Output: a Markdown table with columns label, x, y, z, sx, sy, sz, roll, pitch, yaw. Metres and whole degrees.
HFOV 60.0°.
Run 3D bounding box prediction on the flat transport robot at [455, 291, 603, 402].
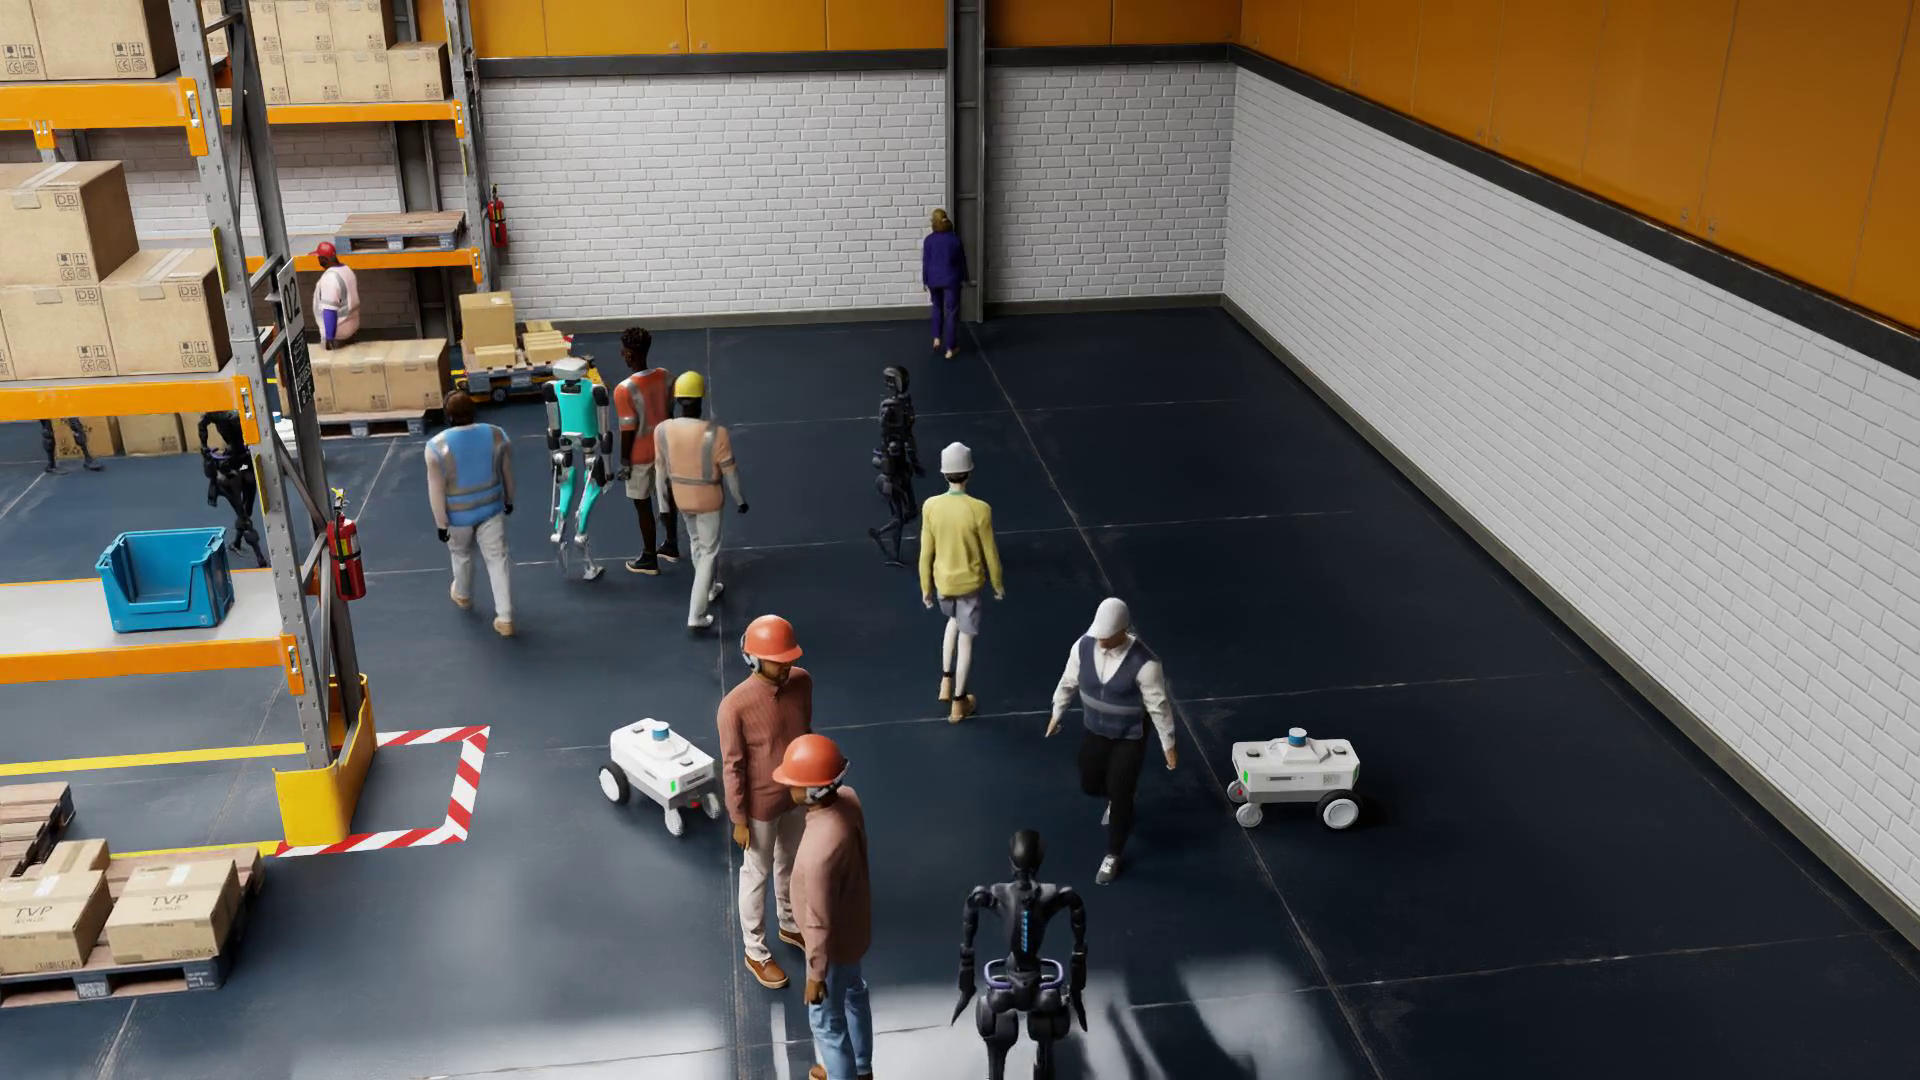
| label | x | y | z | sx | sy | sz | roll | pitch | yaw |
| --- | --- | --- | --- | --- | --- | --- | --- | --- | --- |
| flat transport robot | -4.461 | -1.661 | 17.180 | 1.431 | 0.231 | 0.659 | -8 | 25 | -17 |

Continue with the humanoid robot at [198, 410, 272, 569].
| label | x | y | z | sx | sy | sz | roll | pitch | yaw |
| --- | --- | --- | --- | --- | --- | --- | --- | --- | --- |
| humanoid robot | -5.618 | -0.558 | 12.983 | 0.785 | 1.623 | 0.609 | 15 | 28 | 30 |

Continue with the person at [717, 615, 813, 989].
| label | x | y | z | sx | sy | sz | roll | pitch | yaw |
| --- | --- | --- | --- | --- | --- | --- | --- | --- | --- |
| person | -0.926 | 1.283 | 8.328 | 0.377 | 1.996 | 0.610 | 17 | 29 | 34 |

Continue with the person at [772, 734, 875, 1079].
| label | x | y | z | sx | sy | sz | roll | pitch | yaw |
| --- | --- | --- | --- | --- | --- | --- | --- | --- | --- |
| person | -0.585 | 1.733 | 7.321 | 0.407 | 1.986 | 0.625 | 4 | 24 | 8 |

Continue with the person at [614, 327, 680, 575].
| label | x | y | z | sx | sy | sz | roll | pitch | yaw |
| --- | --- | --- | --- | --- | --- | --- | --- | --- | --- |
| person | -2.430 | -0.692 | 12.863 | 0.361 | 1.963 | 0.614 | 14 | 27 | 28 |

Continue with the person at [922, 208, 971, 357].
| label | x | y | z | sx | sy | sz | roll | pitch | yaw |
| --- | --- | --- | --- | --- | --- | --- | --- | --- | --- |
| person | -0.140 | -2.812 | 18.135 | 0.506 | 1.602 | 0.434 | 6 | 24 | 13 |

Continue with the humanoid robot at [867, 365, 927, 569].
| label | x | y | z | sx | sy | sz | roll | pitch | yaw |
| --- | --- | --- | --- | --- | --- | --- | --- | --- | --- |
| humanoid robot | -0.545 | -0.577 | 12.961 | 0.465 | 1.640 | 0.601 | 9 | 25 | 19 |

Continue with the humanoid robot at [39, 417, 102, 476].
| label | x | y | z | sx | sy | sz | roll | pitch | yaw |
| --- | --- | --- | --- | --- | --- | --- | --- | --- | --- |
| humanoid robot | -8.067 | -1.367 | 14.765 | 0.441 | 1.649 | 0.611 | 13 | 27 | 26 |

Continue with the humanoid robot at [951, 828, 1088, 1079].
| label | x | y | z | sx | sy | sz | roll | pitch | yaw |
| --- | --- | --- | --- | --- | --- | --- | --- | --- | --- |
| humanoid robot | 0.253 | 1.999 | 7.151 | 0.599 | 1.648 | 0.676 | -1 | 24 | -1 |

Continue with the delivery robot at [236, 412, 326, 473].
| label | x | y | z | sx | sy | sz | roll | pitch | yaw |
| --- | --- | --- | --- | --- | --- | --- | --- | --- | --- |
| delivery robot | -6.151 | -0.848 | 14.989 | 0.808 | 0.607 | 0.499 | -7 | 25 | -15 |

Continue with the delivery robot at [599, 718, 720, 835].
| label | x | y | z | sx | sy | sz | roll | pitch | yaw |
| --- | --- | --- | --- | --- | --- | --- | --- | --- | --- |
| delivery robot | -1.768 | 1.364 | 9.924 | 0.499 | 0.587 | 0.771 | -21 | 31 | -39 |

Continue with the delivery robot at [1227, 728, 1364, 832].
| label | x | y | z | sx | sy | sz | roll | pitch | yaw |
| --- | --- | --- | --- | --- | --- | --- | --- | --- | --- |
| delivery robot | 1.994 | 1.399 | 9.861 | 0.802 | 0.601 | 0.499 | -1 | 24 | -3 |

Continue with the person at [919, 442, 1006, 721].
| label | x | y | z | sx | sy | sz | roll | pitch | yaw |
| --- | --- | --- | --- | --- | --- | --- | --- | --- | --- |
| person | 0.014 | 0.276 | 10.789 | 0.496 | 1.870 | 0.493 | 10 | 26 | 22 |

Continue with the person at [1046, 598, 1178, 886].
| label | x | y | z | sx | sy | sz | roll | pitch | yaw |
| --- | --- | --- | --- | --- | --- | --- | --- | --- | --- |
| person | 0.867 | 1.043 | 9.212 | 0.765 | 1.729 | 0.695 | 13 | 27 | 28 |

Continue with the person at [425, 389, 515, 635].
| label | x | y | z | sx | sy | sz | roll | pitch | yaw |
| --- | --- | --- | --- | --- | --- | --- | --- | --- | --- |
| person | -3.515 | -0.231 | 12.033 | 0.644 | 1.790 | 0.976 | -14 | 28 | -30 |

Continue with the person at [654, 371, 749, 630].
| label | x | y | z | sx | sy | sz | roll | pitch | yaw |
| --- | --- | --- | --- | --- | --- | --- | --- | --- | --- |
| person | -1.889 | -0.305 | 12.063 | 0.590 | 1.893 | 0.823 | 9 | 25 | 19 |

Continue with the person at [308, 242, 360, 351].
| label | x | y | z | sx | sy | sz | roll | pitch | yaw |
| --- | --- | --- | --- | --- | --- | --- | --- | --- | --- |
| person | -6.101 | -2.057 | 16.248 | 0.504 | 1.740 | 0.664 | 2 | 24 | 5 |

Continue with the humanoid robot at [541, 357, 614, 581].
| label | x | y | z | sx | sy | sz | roll | pitch | yaw |
| --- | --- | --- | --- | --- | --- | --- | --- | --- | --- |
| humanoid robot | -2.939 | -0.427 | 12.600 | 0.537 | 1.842 | 0.650 | 6 | 24 | 14 |
